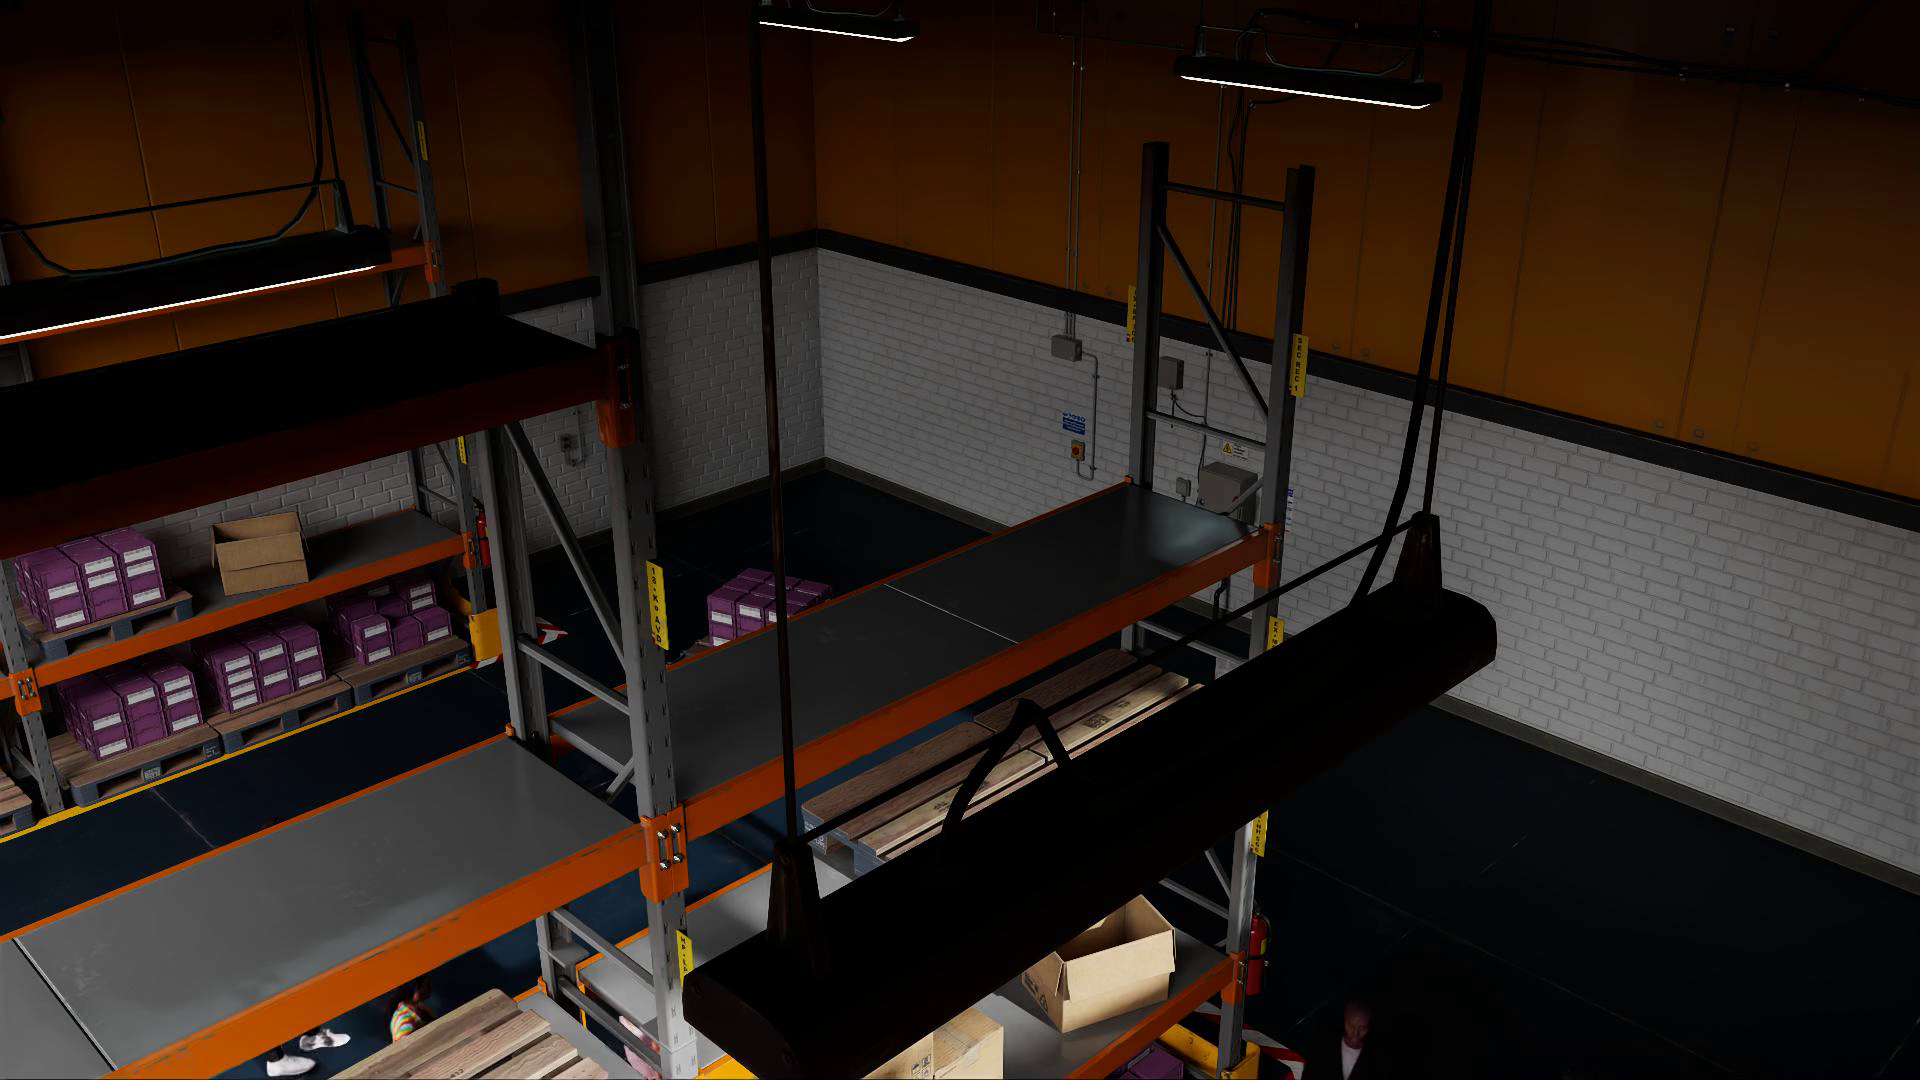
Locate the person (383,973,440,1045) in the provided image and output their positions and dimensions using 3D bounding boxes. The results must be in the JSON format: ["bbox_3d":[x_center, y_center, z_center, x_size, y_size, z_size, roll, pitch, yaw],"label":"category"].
[{"bbox_3d":[-3.145,3.188,9.450,1.069,1.765,0.787,-11,26,-24],"label":"person"}]

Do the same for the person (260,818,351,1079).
[{"bbox_3d":[-4.420,2.615,10.591,0.909,1.901,0.856,-3,24,-6],"label":"person"}]

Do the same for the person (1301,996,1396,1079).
[{"bbox_3d":[2.165,3.231,9.370,0.779,1.750,0.780,9,25,20],"label":"person"}]
